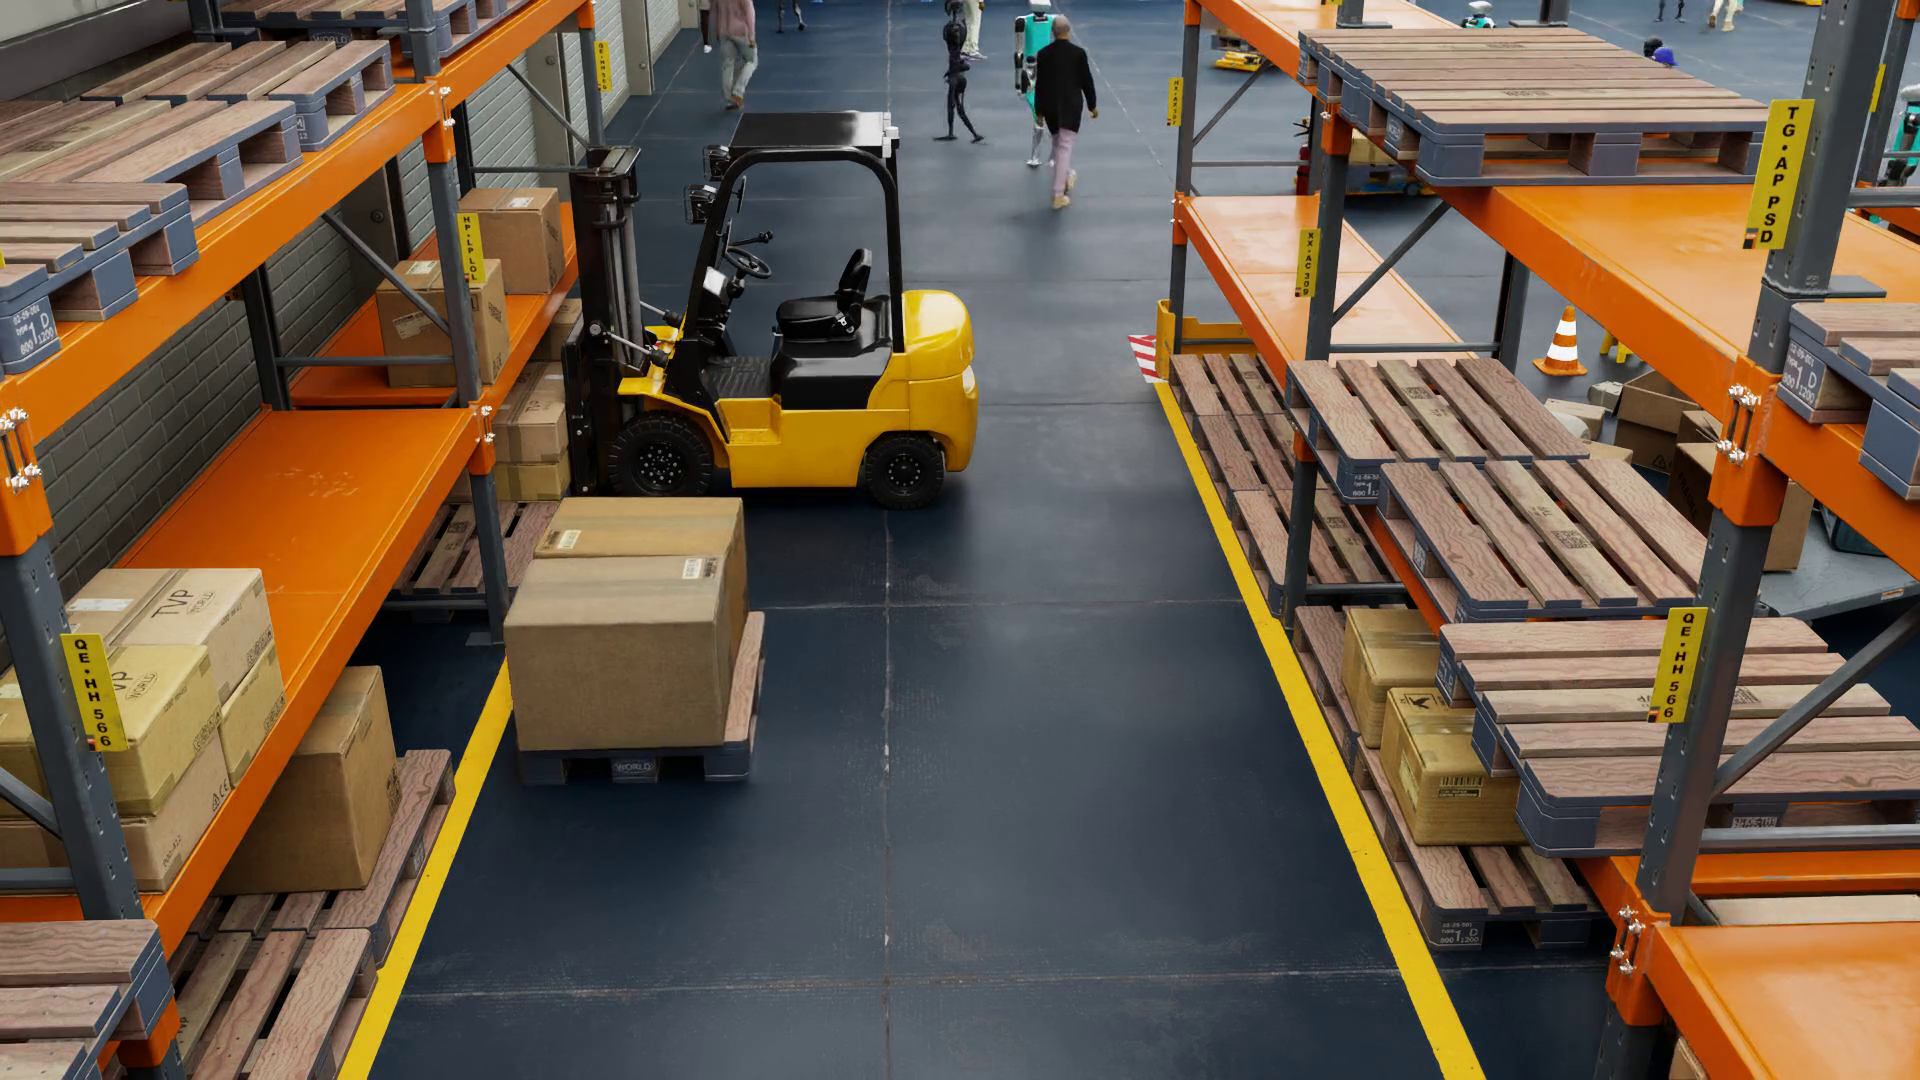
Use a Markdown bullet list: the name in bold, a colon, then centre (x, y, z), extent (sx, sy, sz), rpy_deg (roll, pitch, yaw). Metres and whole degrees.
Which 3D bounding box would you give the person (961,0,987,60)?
- **person**: centre (0.205, -7.998, 24.515), extent (0.344, 1.743, 0.571), rpy_deg (-11, 27, -22)

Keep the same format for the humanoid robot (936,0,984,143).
- **humanoid robot**: centre (-0.001, -5.384, 19.107), extent (0.475, 1.682, 0.601), rpy_deg (-3, 25, -5)

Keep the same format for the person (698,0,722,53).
- **person**: centre (-3.737, -8.286, 24.943), extent (0.544, 1.898, 0.374), rpy_deg (5, 26, 11)

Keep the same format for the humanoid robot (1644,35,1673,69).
- **humanoid robot**: centre (6.640, -4.070, 16.286), extent (0.587, 1.664, 0.466), rpy_deg (2, 25, 5)

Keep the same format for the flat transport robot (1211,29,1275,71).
- **flat transport robot**: centre (4.392, -7.031, 24.192), extent (0.659, 0.231, 1.431), rpy_deg (22, 33, 39)

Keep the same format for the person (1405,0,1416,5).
- **person**: centre (6.733, -8.328, 25.101), extent (0.563, 1.838, 0.391), rpy_deg (-10, 27, -20)

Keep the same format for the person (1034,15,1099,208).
- **person**: centre (1.068, -4.300, 16.609), extent (0.554, 1.796, 1.010), rpy_deg (11, 27, 21)

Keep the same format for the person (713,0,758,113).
- **person**: centre (-2.790, -6.289, 20.701), extent (0.692, 1.915, 0.458), rpy_deg (14, 29, 27)

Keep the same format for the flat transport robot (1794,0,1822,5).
- **flat transport robot**: centre (15.358, -9.978, 30.434), extent (0.659, 0.231, 1.431), rpy_deg (-9, 27, -19)

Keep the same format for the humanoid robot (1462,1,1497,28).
- **humanoid robot**: centre (5.279, -4.785, 17.787), extent (0.654, 1.852, 0.544), rpy_deg (-7, 26, -14)

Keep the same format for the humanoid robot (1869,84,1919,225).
- **humanoid robot**: centre (7.408, -2.892, 13.741), extent (0.990, 1.777, 0.530), rpy_deg (18, 31, 33)

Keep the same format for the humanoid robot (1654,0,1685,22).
- **humanoid robot**: centre (11.995, -9.524, 27.822), extent (0.596, 1.643, 0.377), rpy_deg (8, 27, 17)

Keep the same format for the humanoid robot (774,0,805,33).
- **humanoid robot**: centre (-2.735, -9.029, 26.778), extent (0.602, 1.640, 0.409), rpy_deg (-16, 30, -31)

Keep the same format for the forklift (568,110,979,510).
- **forklift**: centre (-1.043, -1.379, 9.976), extent (2.313, 2.155, 1.214), rpy_deg (-1, 25, -2)

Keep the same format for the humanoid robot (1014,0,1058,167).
- **humanoid robot**: centre (0.897, -4.889, 17.906), extent (0.531, 1.772, 0.681), rpy_deg (-8, 26, -16)

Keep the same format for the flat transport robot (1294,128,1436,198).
- **flat transport robot**: centre (4.244, -3.701, 17.142), extent (1.431, 0.231, 0.659), rpy_deg (-4, 26, -8)

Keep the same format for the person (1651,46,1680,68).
- **person**: centre (6.385, -3.776, 15.631), extent (0.503, 1.679, 0.471), rpy_deg (-1, 25, -3)

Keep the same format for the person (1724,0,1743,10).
- **person**: centre (13.758, -10.274, 29.179), extent (0.528, 1.888, 0.596), rpy_deg (1, 25, 1)

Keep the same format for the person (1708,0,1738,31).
- **person**: centre (12.483, -9.181, 26.866), extent (0.547, 1.873, 0.554), rpy_deg (-23, 33, -39)
